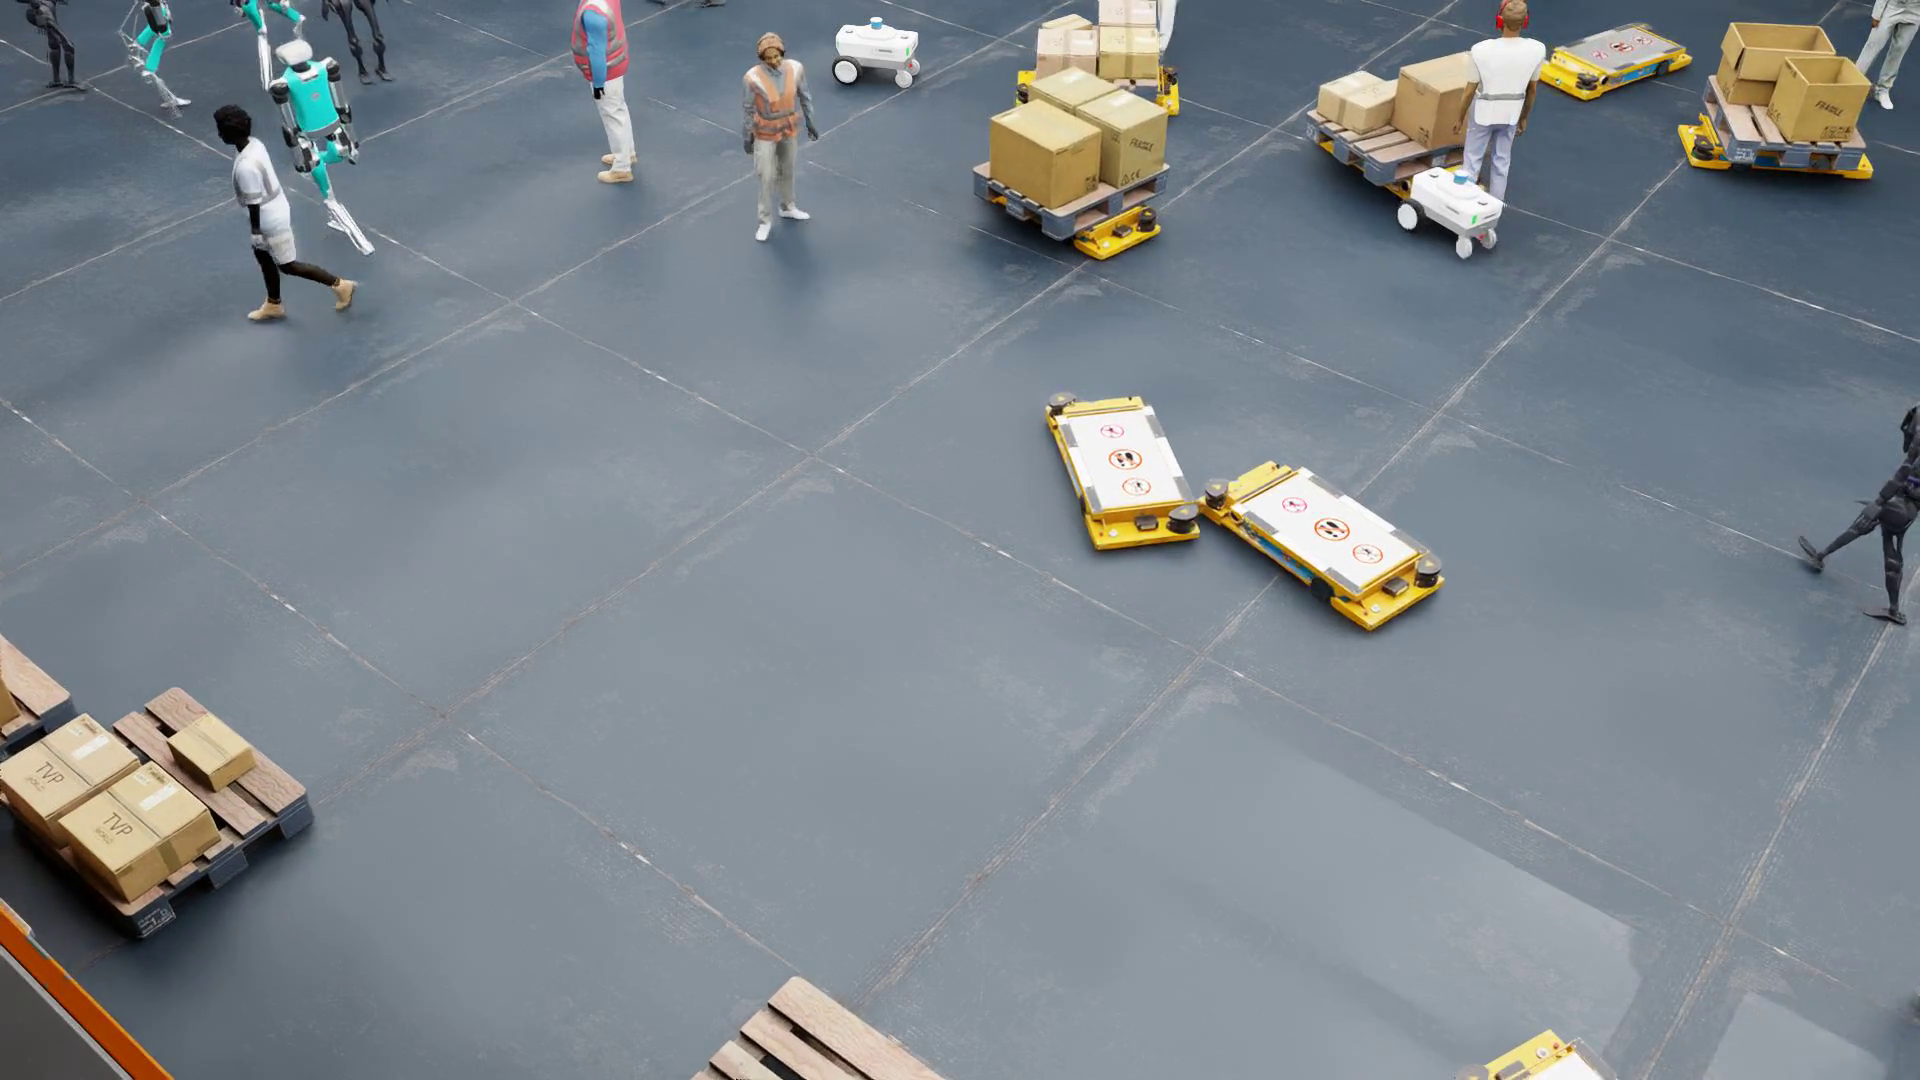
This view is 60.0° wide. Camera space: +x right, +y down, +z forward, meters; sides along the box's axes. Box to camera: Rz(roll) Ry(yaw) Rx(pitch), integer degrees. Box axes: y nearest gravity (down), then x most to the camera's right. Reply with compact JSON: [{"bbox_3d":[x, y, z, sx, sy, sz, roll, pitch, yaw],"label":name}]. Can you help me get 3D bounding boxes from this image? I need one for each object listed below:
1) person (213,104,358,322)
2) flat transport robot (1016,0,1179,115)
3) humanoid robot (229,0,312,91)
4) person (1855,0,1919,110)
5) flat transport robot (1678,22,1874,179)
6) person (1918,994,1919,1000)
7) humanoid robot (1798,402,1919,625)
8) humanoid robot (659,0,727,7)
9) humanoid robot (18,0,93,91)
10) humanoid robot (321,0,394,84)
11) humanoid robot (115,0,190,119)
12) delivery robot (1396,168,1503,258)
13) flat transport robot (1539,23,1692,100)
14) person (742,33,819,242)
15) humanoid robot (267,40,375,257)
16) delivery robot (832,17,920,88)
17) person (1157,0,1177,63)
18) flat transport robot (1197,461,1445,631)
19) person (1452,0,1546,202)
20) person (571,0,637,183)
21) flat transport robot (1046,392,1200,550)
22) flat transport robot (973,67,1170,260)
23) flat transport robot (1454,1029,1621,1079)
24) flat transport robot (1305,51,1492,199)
[{"bbox_3d":[-4.789,-2.280,11.673,0.745,1.669,0.530,-13,42,-14],"label":"person"},{"bbox_3d":[1.225,-4.018,14.805,1.431,0.231,0.659,3,40,3],"label":"flat transport robot"},{"bbox_3d":[-6.190,-4.899,14.745,0.557,1.797,0.838,-6,41,-7],"label":"humanoid robot"},{"bbox_3d":[8.085,-4.533,14.284,0.482,1.731,0.350,-2,40,-2],"label":"person"},{"bbox_3d":[6.847,-3.315,13.978,1.431,0.231,0.659,6,41,6],"label":"flat transport robot"},{"bbox_3d":[4.595,1.515,7.080,0.373,1.840,0.569,-6,41,-7],"label":"person"},{"bbox_3d":[5.270,-0.316,9.386,0.612,1.622,0.755,-33,50,-32],"label":"humanoid robot"},{"bbox_3d":[-2.708,-5.960,16.052,0.783,1.642,0.600,0,40,0],"label":"humanoid robot"},{"bbox_3d":[-8.042,-4.746,14.581,0.489,1.642,0.587,-6,41,-7],"label":"humanoid robot"},{"bbox_3d":[-5.377,-4.851,14.692,0.600,1.648,0.350,-23,46,-25],"label":"humanoid robot"},{"bbox_3d":[-7.002,-4.420,14.203,0.694,1.864,0.539,-13,42,-15],"label":"humanoid robot"},{"bbox_3d":[3.833,-2.579,12.885,0.499,0.586,0.765,-23,45,-24],"label":"delivery robot"},{"bbox_3d":[5.984,-4.393,15.246,1.431,0.231,0.659,-23,45,-24],"label":"flat transport robot"},{"bbox_3d":[-1.388,-3.106,12.685,0.576,1.622,0.370,-23,45,-25],"label":"person"},{"bbox_3d":[-4.802,-2.929,12.377,0.988,1.729,0.570,33,50,33],"label":"humanoid robot"},{"bbox_3d":[-0.772,-4.430,15.077,0.794,0.606,0.499,9,41,11],"label":"delivery robot"},{"bbox_3d":[1.838,-5.289,15.089,0.573,1.835,1.005,17,43,19],"label":"person"},{"bbox_3d":[2.177,-0.019,10.101,0.659,0.231,1.431,-27,47,-28],"label":"flat transport robot"},{"bbox_3d":[4.044,-3.191,12.619,0.562,1.840,0.390,-1,40,-1],"label":"person"},{"bbox_3d":[-2.861,-3.771,13.311,0.431,1.837,0.630,-1,40,-2],"label":"person"},{"bbox_3d":[1.022,-0.479,10.641,0.659,0.231,1.431,-7,41,-8],"label":"flat transport robot"},{"bbox_3d":[0.859,-2.672,13.221,0.659,0.231,1.431,-29,48,-30],"label":"flat transport robot"},{"bbox_3d":[2.727,2.700,6.902,0.659,0.231,1.431,-20,44,-22],"label":"flat transport robot"},{"bbox_3d":[3.629,-3.167,13.804,0.659,0.231,1.431,-18,44,-20],"label":"flat transport robot"}]
